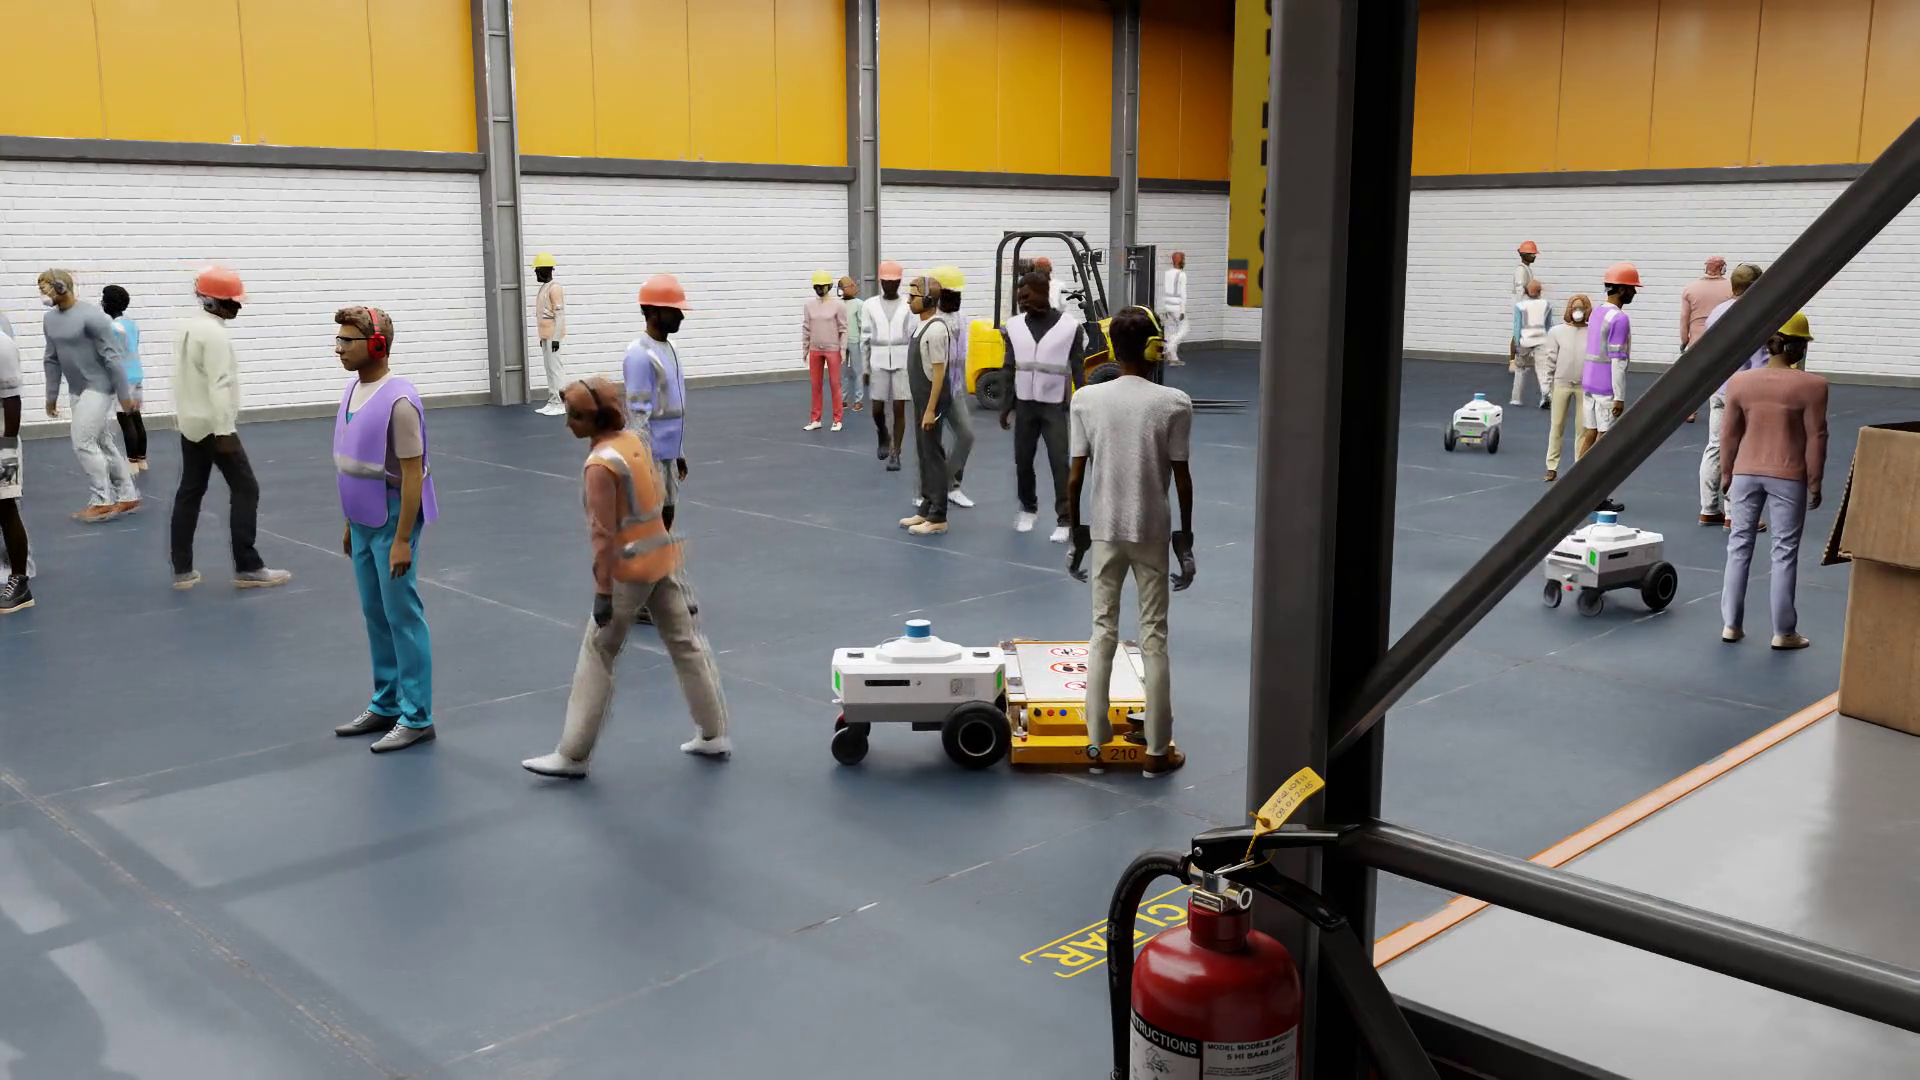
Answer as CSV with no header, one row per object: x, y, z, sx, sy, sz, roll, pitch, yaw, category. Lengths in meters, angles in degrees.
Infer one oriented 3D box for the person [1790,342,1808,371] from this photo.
6.811,-1.221,13.899,0.522,1.640,0.306,-2,11,-13,person

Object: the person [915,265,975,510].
-0.122,-1.158,12.835,0.565,1.903,0.607,8,13,37,person

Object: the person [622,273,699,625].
-1.634,-0.488,9.135,0.404,1.929,0.539,2,11,9,person

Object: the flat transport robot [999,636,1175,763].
0.519,0.673,7.305,0.652,0.197,1.431,0,10,-1,flat transport robot

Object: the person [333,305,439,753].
-2.402,-0.051,6.950,0.389,1.846,0.567,-10,14,-43,person

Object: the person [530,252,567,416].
-4.887,-2.444,19.777,0.370,1.925,0.594,-6,12,-29,person

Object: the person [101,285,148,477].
-7.431,-1.408,14.756,0.318,1.700,0.534,-1,10,-7,person

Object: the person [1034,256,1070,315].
1.162,-2.799,21.934,0.611,1.845,0.638,-4,11,-18,person

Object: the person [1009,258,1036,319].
0.880,-2.820,22.089,0.462,1.824,0.647,0,10,-2,person

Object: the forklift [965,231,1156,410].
1.222,-2.721,20.561,2.313,2.155,1.214,2,11,13,forklift

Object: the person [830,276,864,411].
-1.367,-2.396,20.322,0.503,1.631,0.282,7,12,32,person

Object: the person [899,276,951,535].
-0.242,-0.960,11.912,0.345,1.846,0.508,-2,11,-13,person

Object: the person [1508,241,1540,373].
8.776,-3.617,25.859,0.387,2.041,0.615,5,11,24,person

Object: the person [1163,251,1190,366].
3.492,-3.763,27.138,0.486,1.873,0.581,-6,12,-30,person

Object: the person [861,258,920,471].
-0.622,-1.600,15.185,0.545,1.925,0.547,1,10,3,person

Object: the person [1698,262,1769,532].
5.620,-1.026,12.021,0.372,1.940,0.630,-2,11,-12,person

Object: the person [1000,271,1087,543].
0.606,-0.955,11.800,0.641,1.890,0.586,5,11,24,person

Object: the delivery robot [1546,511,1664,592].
3.687,0.080,9.508,0.707,0.478,0.477,-7,13,-34,delivery robot

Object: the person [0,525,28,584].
-6.112,-0.526,9.946,0.502,1.693,0.895,9,14,41,person

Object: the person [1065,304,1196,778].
0.672,0.009,6.573,0.523,1.865,0.317,3,11,18,person

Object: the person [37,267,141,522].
-6.510,-1.077,12.403,0.646,1.892,0.730,7,12,33,person

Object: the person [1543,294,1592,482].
5.308,-1.307,14.385,0.500,1.633,0.281,4,11,18,person

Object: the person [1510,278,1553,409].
7.108,-2.432,20.599,0.513,1.605,0.799,0,10,-1,person

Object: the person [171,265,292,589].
-4.460,-0.665,10.023,0.653,1.950,0.696,-9,14,-40,person

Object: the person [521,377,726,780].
-1.313,0.153,6.576,0.735,1.599,0.563,1,10,7,person

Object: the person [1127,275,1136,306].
3.034,-3.882,27.744,0.572,1.892,0.645,-5,12,-27,person

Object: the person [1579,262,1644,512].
5.046,-1.181,12.909,0.389,1.930,0.539,0,10,-2,person

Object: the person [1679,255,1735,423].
8.512,-2.270,18.885,0.642,1.909,0.399,6,12,31,person

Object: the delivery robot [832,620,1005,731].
-0.172,0.571,6.828,0.707,0.478,0.477,0,10,-1,delivery robot

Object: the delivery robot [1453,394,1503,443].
5.161,-1.213,16.556,0.477,0.478,0.707,6,12,29,delivery robot

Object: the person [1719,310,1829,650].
4.207,-0.315,8.623,0.329,1.764,0.524,-9,14,-41,person

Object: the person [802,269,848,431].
-1.484,-2.061,18.138,0.533,1.765,0.330,4,11,20,person

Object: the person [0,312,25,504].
-7.664,-1.178,13.164,0.404,1.823,0.591,-3,11,-17,person

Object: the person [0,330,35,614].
-5.560,-0.563,9.415,0.611,1.966,0.362,4,11,23,person
